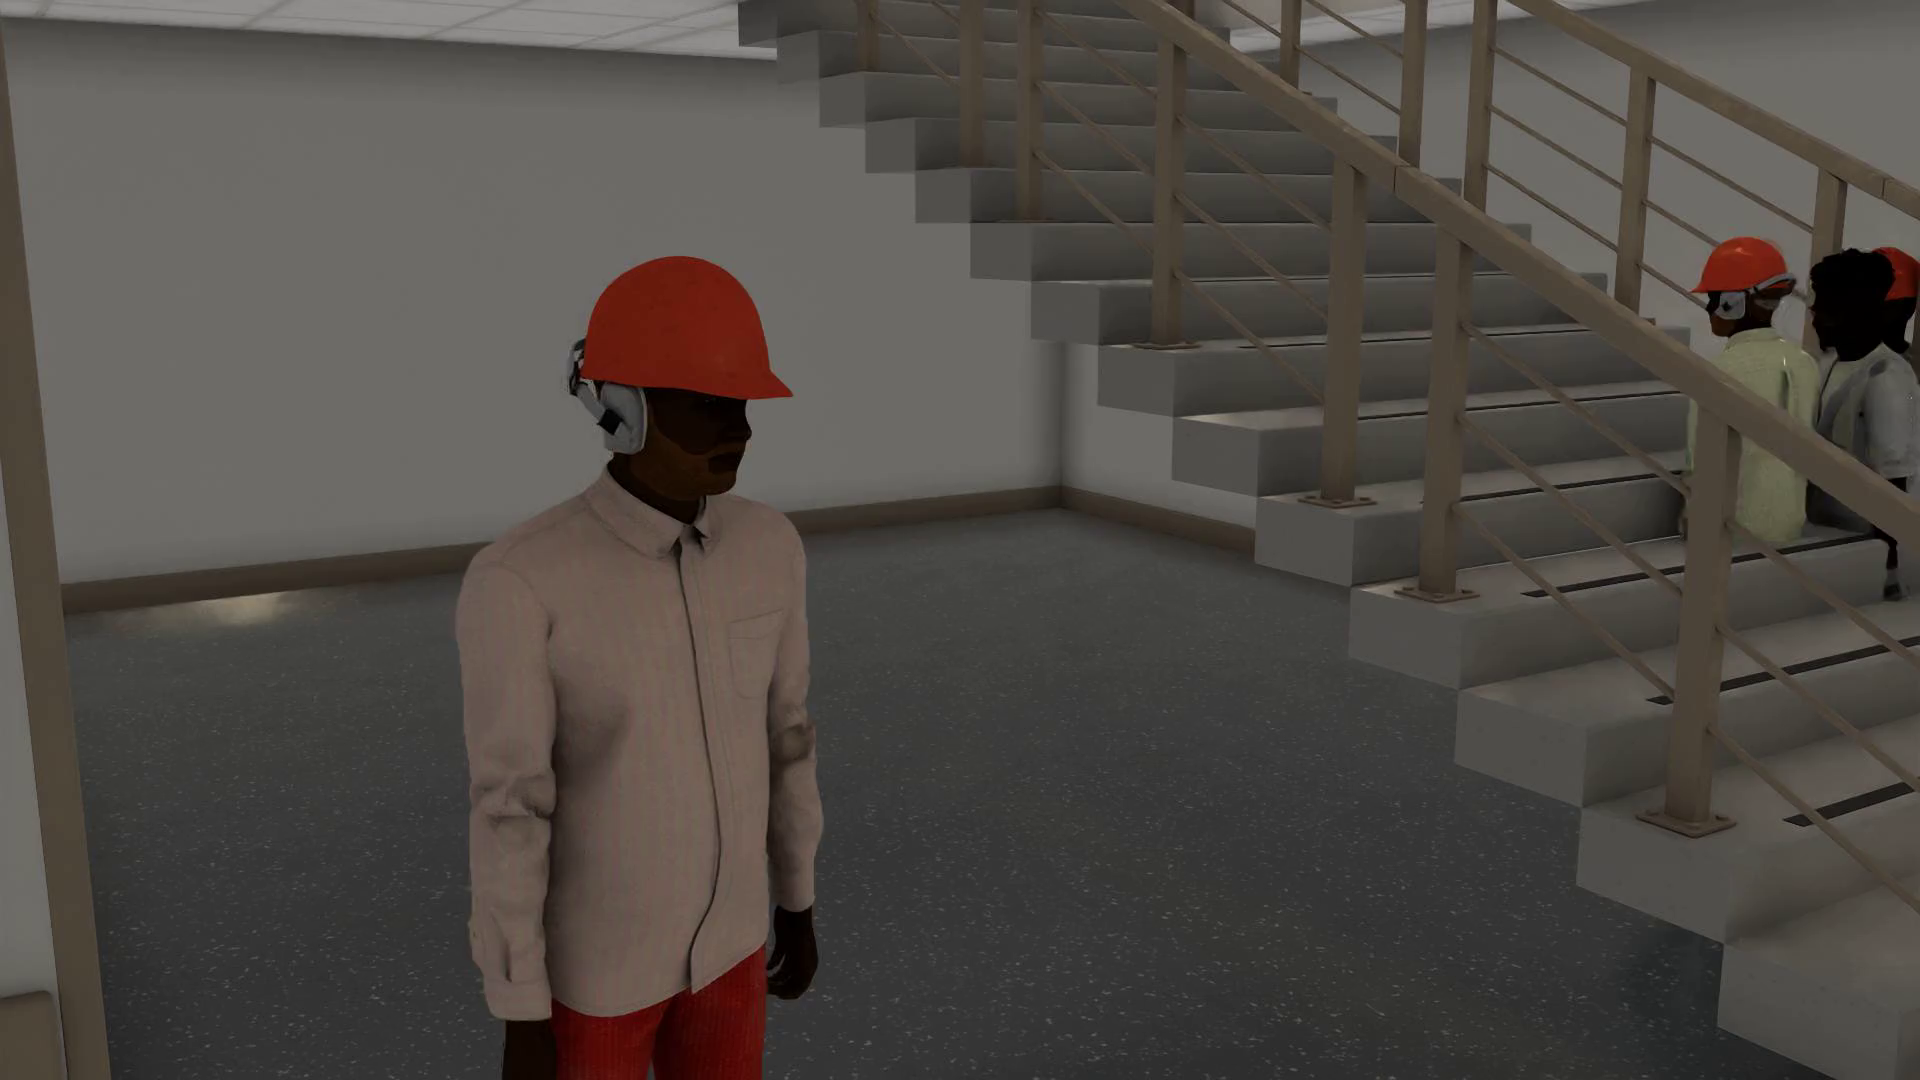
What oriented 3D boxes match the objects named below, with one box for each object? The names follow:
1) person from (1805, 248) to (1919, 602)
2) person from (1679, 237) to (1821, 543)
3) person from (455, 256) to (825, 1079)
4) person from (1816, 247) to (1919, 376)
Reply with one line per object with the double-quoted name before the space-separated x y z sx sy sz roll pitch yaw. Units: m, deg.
"person" 3.024 -0.005 5.633 0.480 1.939 0.633 2 11 13
"person" 2.542 0.002 5.507 0.624 1.975 0.435 -5 12 -26
"person" -0.425 0.587 2.444 0.430 1.982 0.628 9 14 40
"person" 3.213 -0.059 5.924 0.354 1.939 0.544 -10 15 -44
